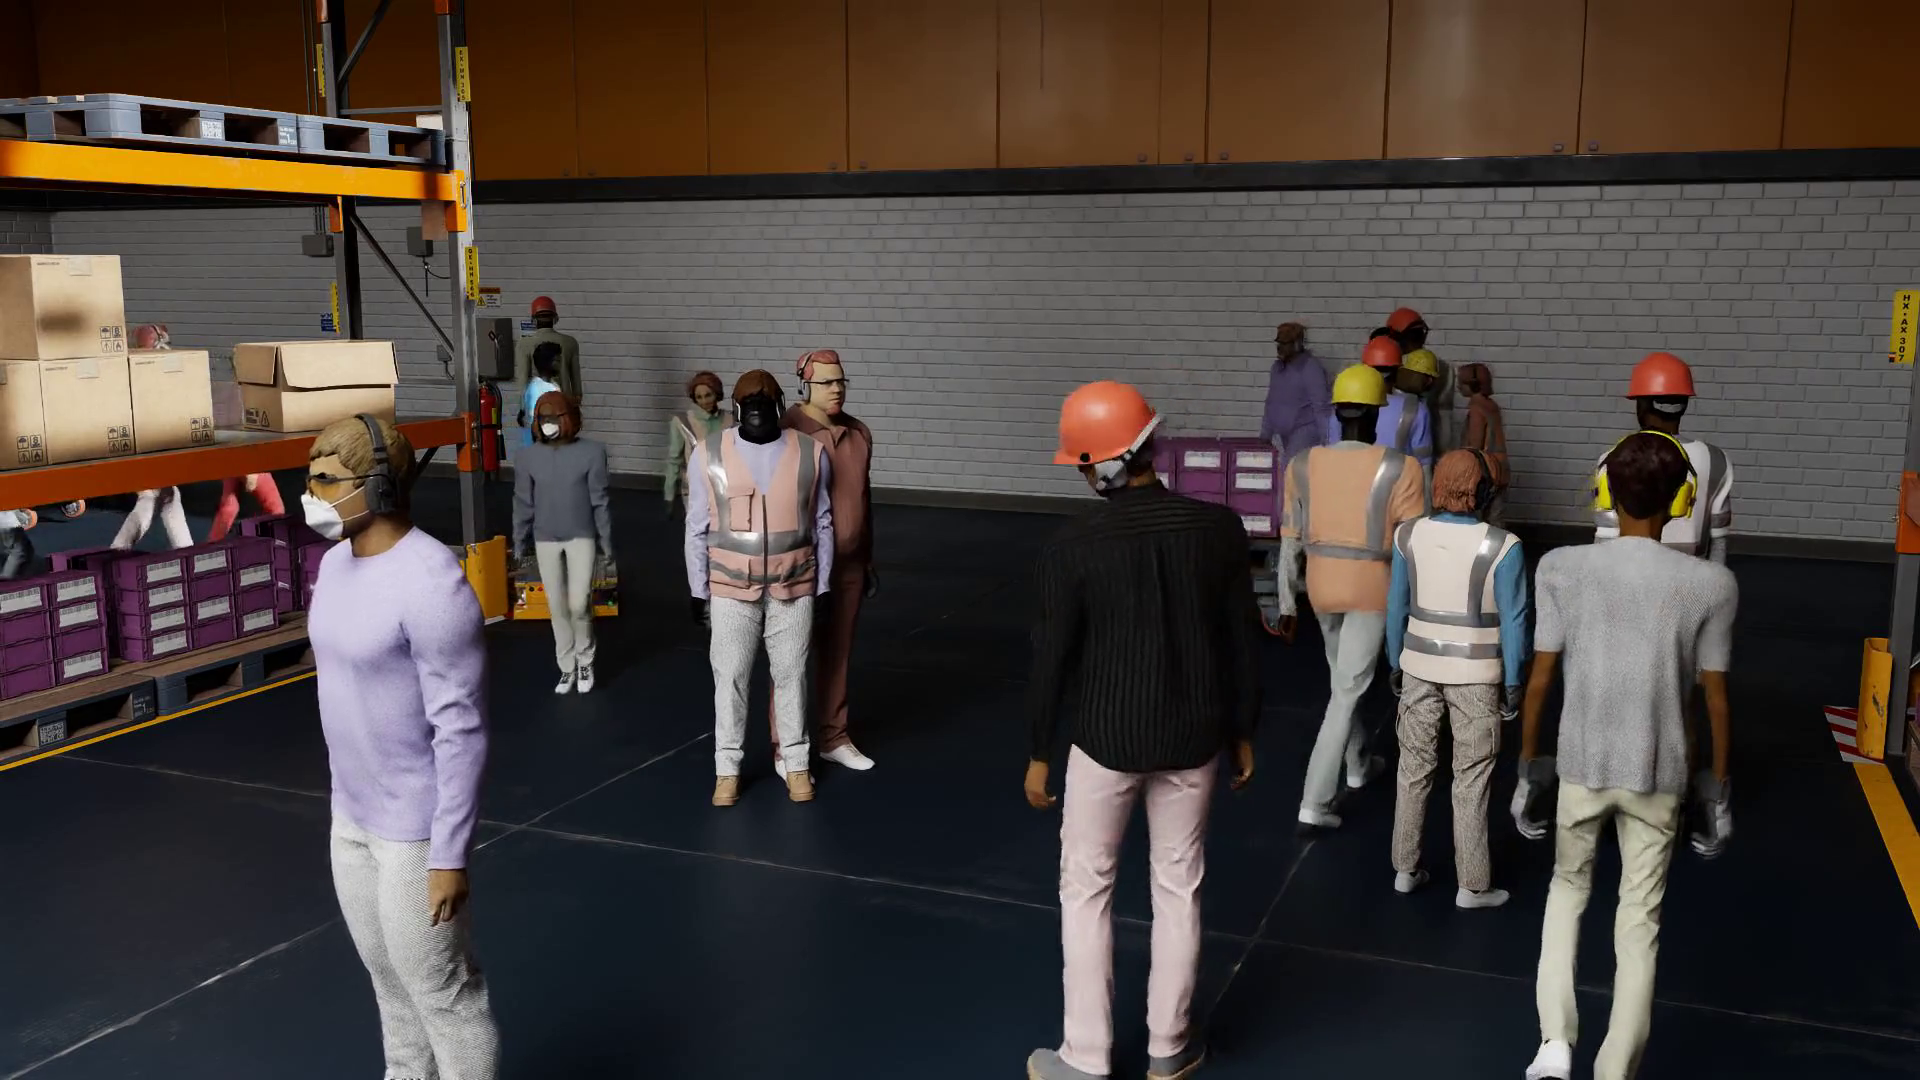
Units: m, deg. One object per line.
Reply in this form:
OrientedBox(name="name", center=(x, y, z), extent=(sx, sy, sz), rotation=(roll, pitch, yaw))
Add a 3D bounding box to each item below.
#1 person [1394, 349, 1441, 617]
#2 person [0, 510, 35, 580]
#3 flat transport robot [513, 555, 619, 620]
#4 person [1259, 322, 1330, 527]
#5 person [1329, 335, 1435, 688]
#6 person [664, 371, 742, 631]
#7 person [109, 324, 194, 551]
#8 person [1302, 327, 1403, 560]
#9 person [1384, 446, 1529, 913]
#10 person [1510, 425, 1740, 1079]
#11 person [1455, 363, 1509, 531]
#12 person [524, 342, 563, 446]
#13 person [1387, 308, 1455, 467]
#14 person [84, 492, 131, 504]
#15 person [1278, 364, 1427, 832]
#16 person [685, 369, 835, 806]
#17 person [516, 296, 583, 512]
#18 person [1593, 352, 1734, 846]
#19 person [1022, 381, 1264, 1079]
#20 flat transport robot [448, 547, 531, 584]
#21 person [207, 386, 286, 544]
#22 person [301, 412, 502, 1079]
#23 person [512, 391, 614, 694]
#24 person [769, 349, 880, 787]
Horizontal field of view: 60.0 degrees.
OrientedBox(name="person", center=(2.940, -0.374, 10.835), extent=(0.313, 1.735, 0.483), rotation=(6, 11, 30))
OrientedBox(name="person", center=(-5.948, -0.210, 10.220), extent=(0.508, 1.608, 0.483), rotation=(9, 13, 44))
OrientedBox(name="flat transport robot", center=(-2.646, 0.294, 11.211), extent=(0.652, 0.197, 1.431), rotation=(-2, 10, -12))
OrientedBox(name="person", center=(2.764, -0.818, 13.262), extent=(0.923, 1.841, 0.674), rotation=(-2, 10, -13))
OrientedBox(name="person", center=(2.334, -0.183, 9.213), extent=(0.554, 1.880, 0.999), rotation=(5, 11, 29))
OrientedBox(name="person", center=(-1.526, -0.241, 10.356), extent=(0.619, 1.613, 0.486), rotation=(-5, 11, -29))
OrientedBox(name="person", center=(-5.893, -0.638, 12.092), extent=(0.646, 1.855, 1.002), rotation=(6, 11, 33))
OrientedBox(name="person", center=(2.802, -0.531, 11.458), extent=(1.037, 1.867, 0.599), rotation=(0, 9, 3))
OrientedBox(name="person", center=(1.746, 0.489, 5.892), extent=(0.521, 1.638, 0.311), rotation=(9, 13, 43))
OrientedBox(name="person", center=(1.747, 0.633, 4.369), extent=(0.546, 1.857, 0.423), rotation=(5, 11, 28))
OrientedBox(name="person", center=(3.508, -0.382, 11.226), extent=(0.421, 1.614, 0.512), rotation=(5, 10, 26))
OrientedBox(name="person", center=(-3.160, -0.692, 12.936), extent=(0.447, 1.679, 0.586), rotation=(0, 9, 1))
OrientedBox(name="person", center=(3.095, -0.605, 11.509), extent=(0.608, 1.988, 0.999), rotation=(-1, 9, -4))
OrientedBox(name="person", center=(-8.221, -1.284, 15.893), extent=(0.340, 1.882, 0.585), rotation=(9, 13, 44))
OrientedBox(name="person", center=(1.608, 0.220, 6.834), extent=(0.586, 1.873, 1.012), rotation=(8, 12, 40))
OrientedBox(name="person", center=(-0.837, 0.202, 7.020), extent=(0.633, 1.842, 0.429), rotation=(-2, 10, -11))
OrientedBox(name="person", center=(-3.778, -1.238, 15.285), extent=(0.618, 1.990, 0.394), rotation=(-6, 11, -33))
OrientedBox(name="person", center=(2.708, 0.236, 6.534), extent=(0.551, 1.932, 0.378), rotation=(-1, 9, -6))
OrientedBox(name="person", center=(0.497, 0.563, 4.492), extent=(0.689, 1.960, 0.409), rotation=(-2, 9, -9))
OrientedBox(name="flat transport robot", center=(-3.831, 0.183, 11.881), extent=(1.431, 0.197, 0.652), rotation=(2, 10, 15))
OrientedBox(name="person", center=(-5.024, -0.528, 11.856), extent=(0.882, 1.702, 0.631), rotation=(-8, 13, -42))
OrientedBox(name="person", center=(-1.314, 0.667, 3.906), extent=(0.366, 1.938, 0.630), rotation=(-9, 13, -42))
OrientedBox(name="person", center=(-2.094, 0.025, 8.749), extent=(0.526, 1.614, 0.428), rotation=(1, 9, 4))
OrientedBox(name="person", center=(-0.601, 0.116, 7.343), extent=(0.643, 1.910, 0.400), rotation=(-9, 13, -44))
